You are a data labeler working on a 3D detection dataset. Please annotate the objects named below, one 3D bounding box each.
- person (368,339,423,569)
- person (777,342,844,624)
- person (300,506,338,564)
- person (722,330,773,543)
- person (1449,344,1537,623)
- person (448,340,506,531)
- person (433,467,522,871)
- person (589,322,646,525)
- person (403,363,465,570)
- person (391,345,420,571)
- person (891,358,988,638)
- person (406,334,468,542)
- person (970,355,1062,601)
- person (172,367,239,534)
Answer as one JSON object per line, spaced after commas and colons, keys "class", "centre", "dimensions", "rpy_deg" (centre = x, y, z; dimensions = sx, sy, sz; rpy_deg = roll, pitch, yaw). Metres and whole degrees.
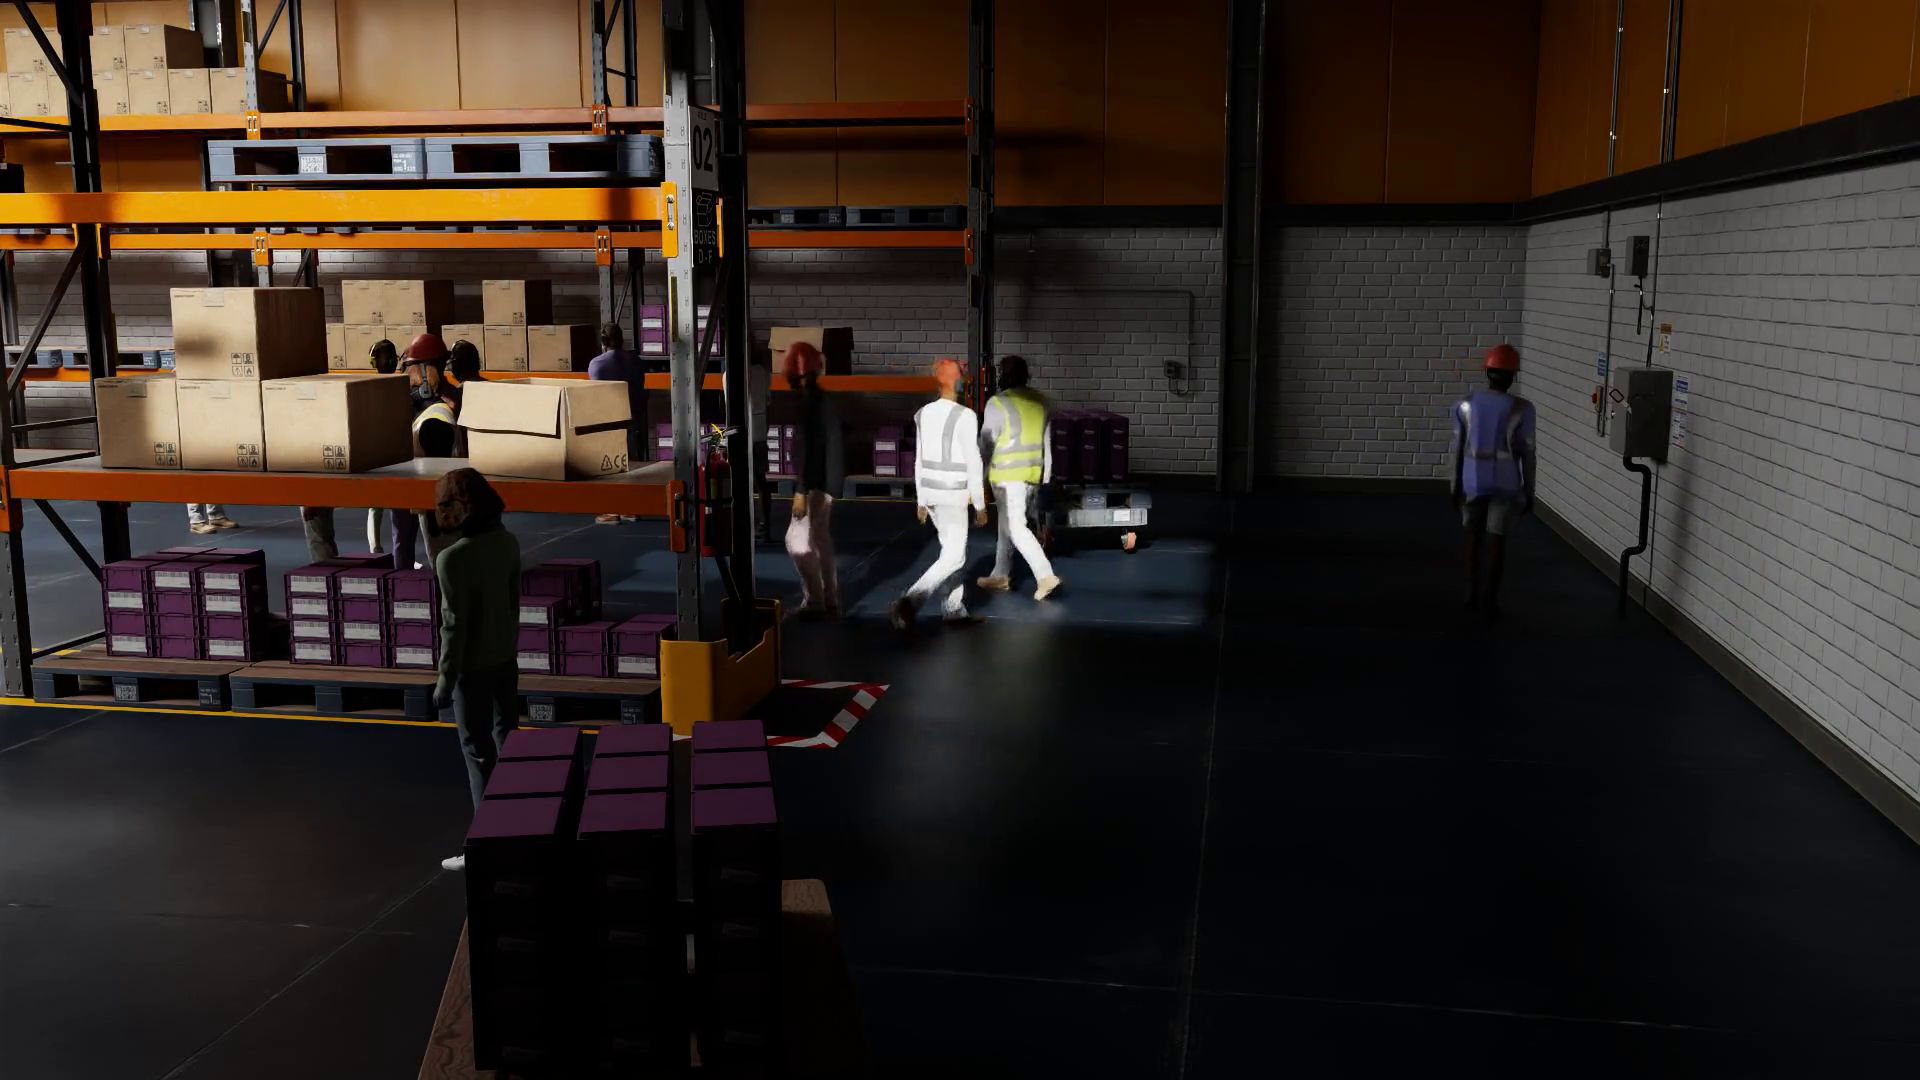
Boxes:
{"class": "person", "centre": [-4.581, -0.670, 13.357], "dimensions": [0.328, 1.876, 0.514], "rpy_deg": [7, 11, 36]}
{"class": "person", "centre": [-1.015, -0.370, 11.300], "dimensions": [0.447, 1.955, 0.628], "rpy_deg": [-1, 9, -6]}
{"class": "person", "centre": [-4.453, -0.339, 11.434], "dimensions": [0.404, 1.832, 0.599], "rpy_deg": [-3, 10, -18]}
{"class": "person", "centre": [-1.889, -0.906, 14.623], "dimensions": [0.375, 1.939, 0.546], "rpy_deg": [7, 11, 37]}
{"class": "person", "centre": [3.676, -0.385, 11.443], "dimensions": [0.564, 1.917, 0.410], "rpy_deg": [6, 11, 33]}
{"class": "person", "centre": [-3.425, -0.436, 11.727], "dimensions": [0.371, 1.934, 0.627], "rpy_deg": [3, 10, 16]}
{"class": "person", "centre": [-1.942, 0.520, 6.719], "dimensions": [0.282, 1.633, 0.498], "rpy_deg": [3, 10, 18]}
{"class": "person", "centre": [-3.285, -1.111, 15.901], "dimensions": [0.372, 1.938, 0.630], "rpy_deg": [7, 12, 38]}
{"class": "person", "centre": [-3.376, -0.212, 10.667], "dimensions": [0.430, 1.835, 0.622], "rpy_deg": [-3, 10, -20]}
{"class": "person", "centre": [-3.802, -0.428, 11.760], "dimensions": [0.651, 1.904, 0.403], "rpy_deg": [-4, 10, -24]}
{"class": "person", "centre": [-0.151, -0.263, 10.917], "dimensions": [0.781, 1.861, 0.582], "rpy_deg": [-7, 11, -36]}
{"class": "person", "centre": [-3.555, -0.409, 11.370], "dimensions": [0.392, 1.990, 0.614], "rpy_deg": [-1, 9, -6]}
{"class": "person", "centre": [0.455, -0.464, 12.317], "dimensions": [0.897, 1.807, 0.623], "rpy_deg": [8, 12, 40]}
{"class": "person", "centre": [-6.986, -0.988, 15.429], "dimensions": [0.429, 1.845, 0.621], "rpy_deg": [2, 9, 14]}
